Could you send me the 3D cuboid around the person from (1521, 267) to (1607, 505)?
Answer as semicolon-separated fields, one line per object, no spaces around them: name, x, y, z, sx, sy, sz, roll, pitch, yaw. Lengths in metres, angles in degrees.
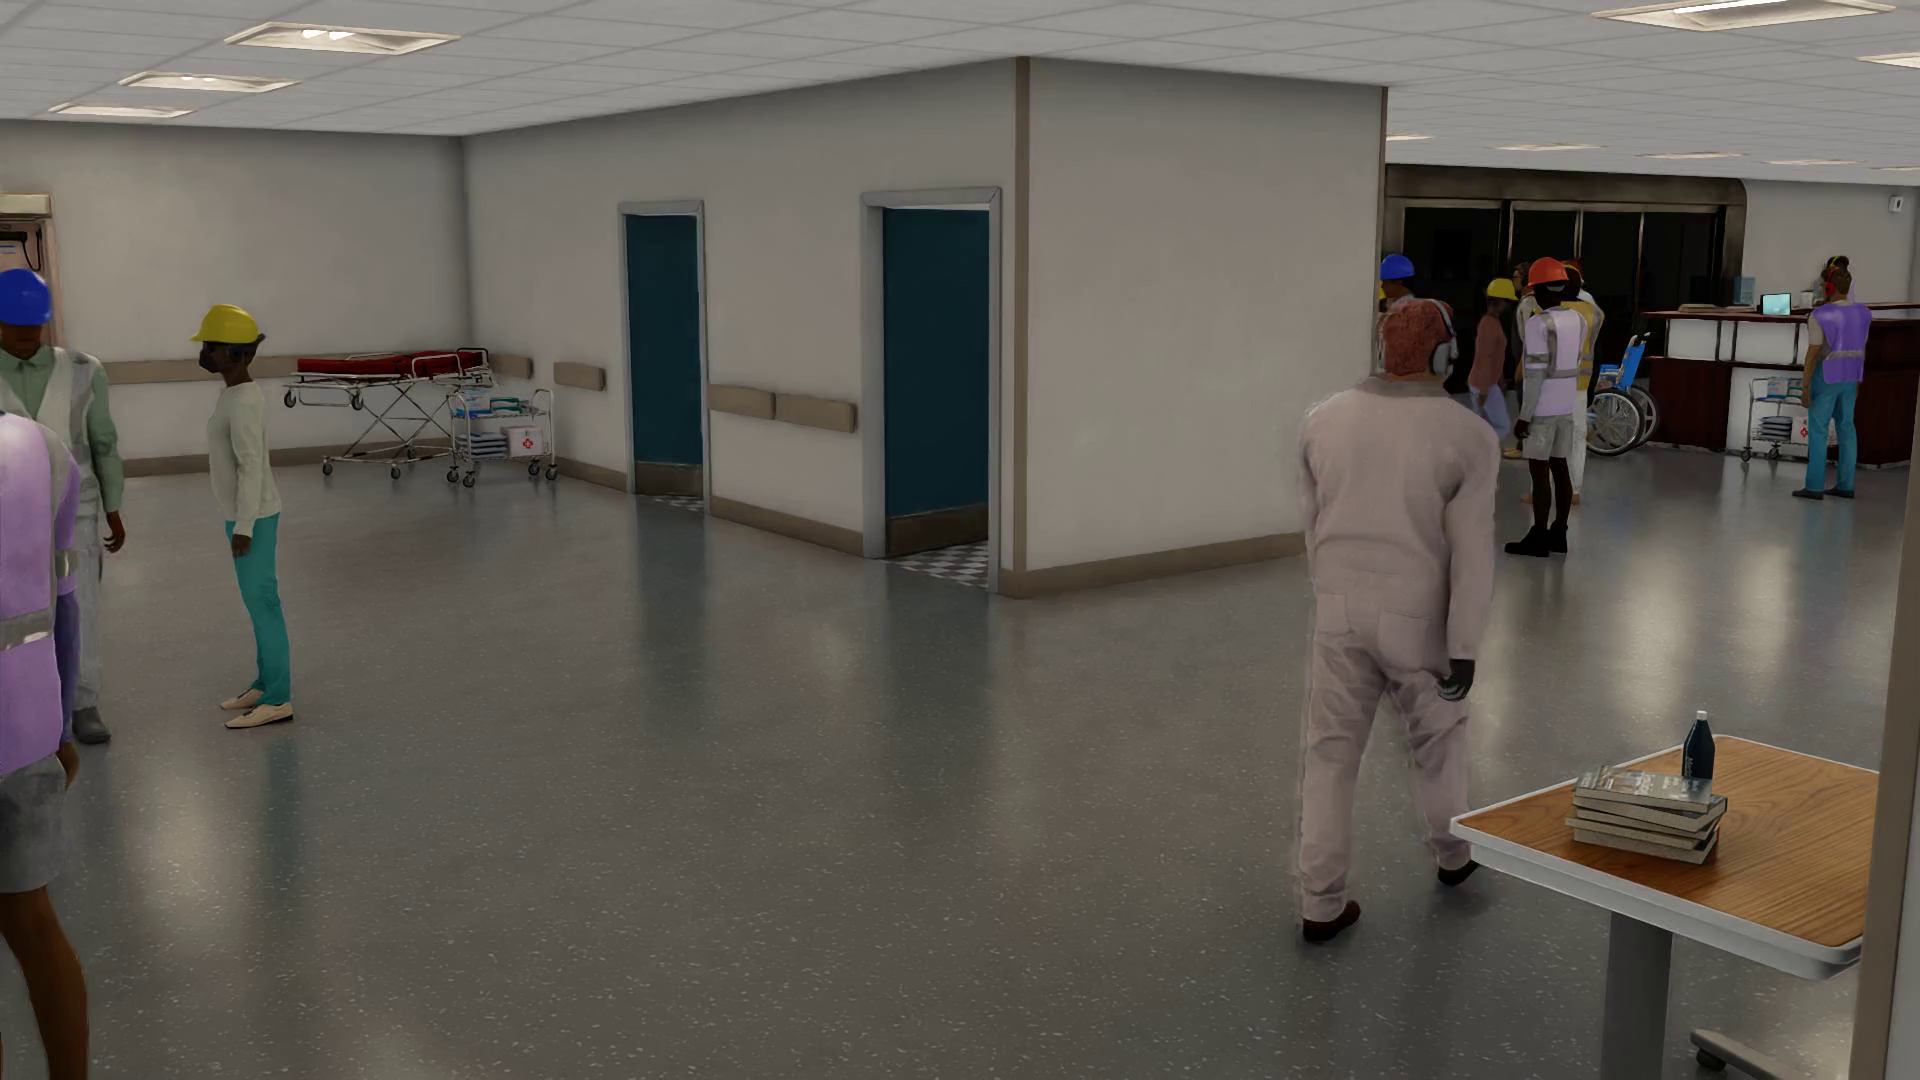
person;4.623;-1.175;12.833;0.625;1.844;0.429;-2;10;-10

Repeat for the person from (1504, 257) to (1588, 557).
person;3.784;-0.854;10.777;0.542;1.931;0.375;-7;13;-36

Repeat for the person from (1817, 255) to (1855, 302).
person;13.161;-3.350;25.016;0.429;1.840;0.637;-5;11;-26

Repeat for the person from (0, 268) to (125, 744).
person;-3.658;-0.107;6.606;0.617;1.924;0.460;-7;12;-35

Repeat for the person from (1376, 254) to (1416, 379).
person;3.175;-1.087;12.072;0.406;1.945;0.630;1;10;5

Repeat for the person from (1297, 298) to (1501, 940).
person;1.323;0.214;4.985;0.657;1.853;0.977;8;13;39

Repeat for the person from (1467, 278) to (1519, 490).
person;4.336;-1.257;13.564;0.382;1.746;0.519;2;10;10

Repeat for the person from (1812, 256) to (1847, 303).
person;11.705;-2.933;22.661;0.563;1.846;0.507;-3;11;-18

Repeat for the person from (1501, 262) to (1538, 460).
person;5.289;-1.671;15.584;0.342;1.845;0.506;4;11;23

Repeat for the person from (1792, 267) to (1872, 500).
person;6.906;-1.225;13.136;0.566;1.836;0.381;-3;10;-14

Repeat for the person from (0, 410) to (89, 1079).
person;-2.060;0.412;3.416;0.403;2.031;0.613;2;10;9

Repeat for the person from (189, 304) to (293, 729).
person;-3.018;-0.099;7.002;0.304;1.772;0.528;-5;11;-25

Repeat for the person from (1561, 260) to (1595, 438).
person;5.849;-1.744;15.944;0.593;1.868;0.586;-7;12;-33
